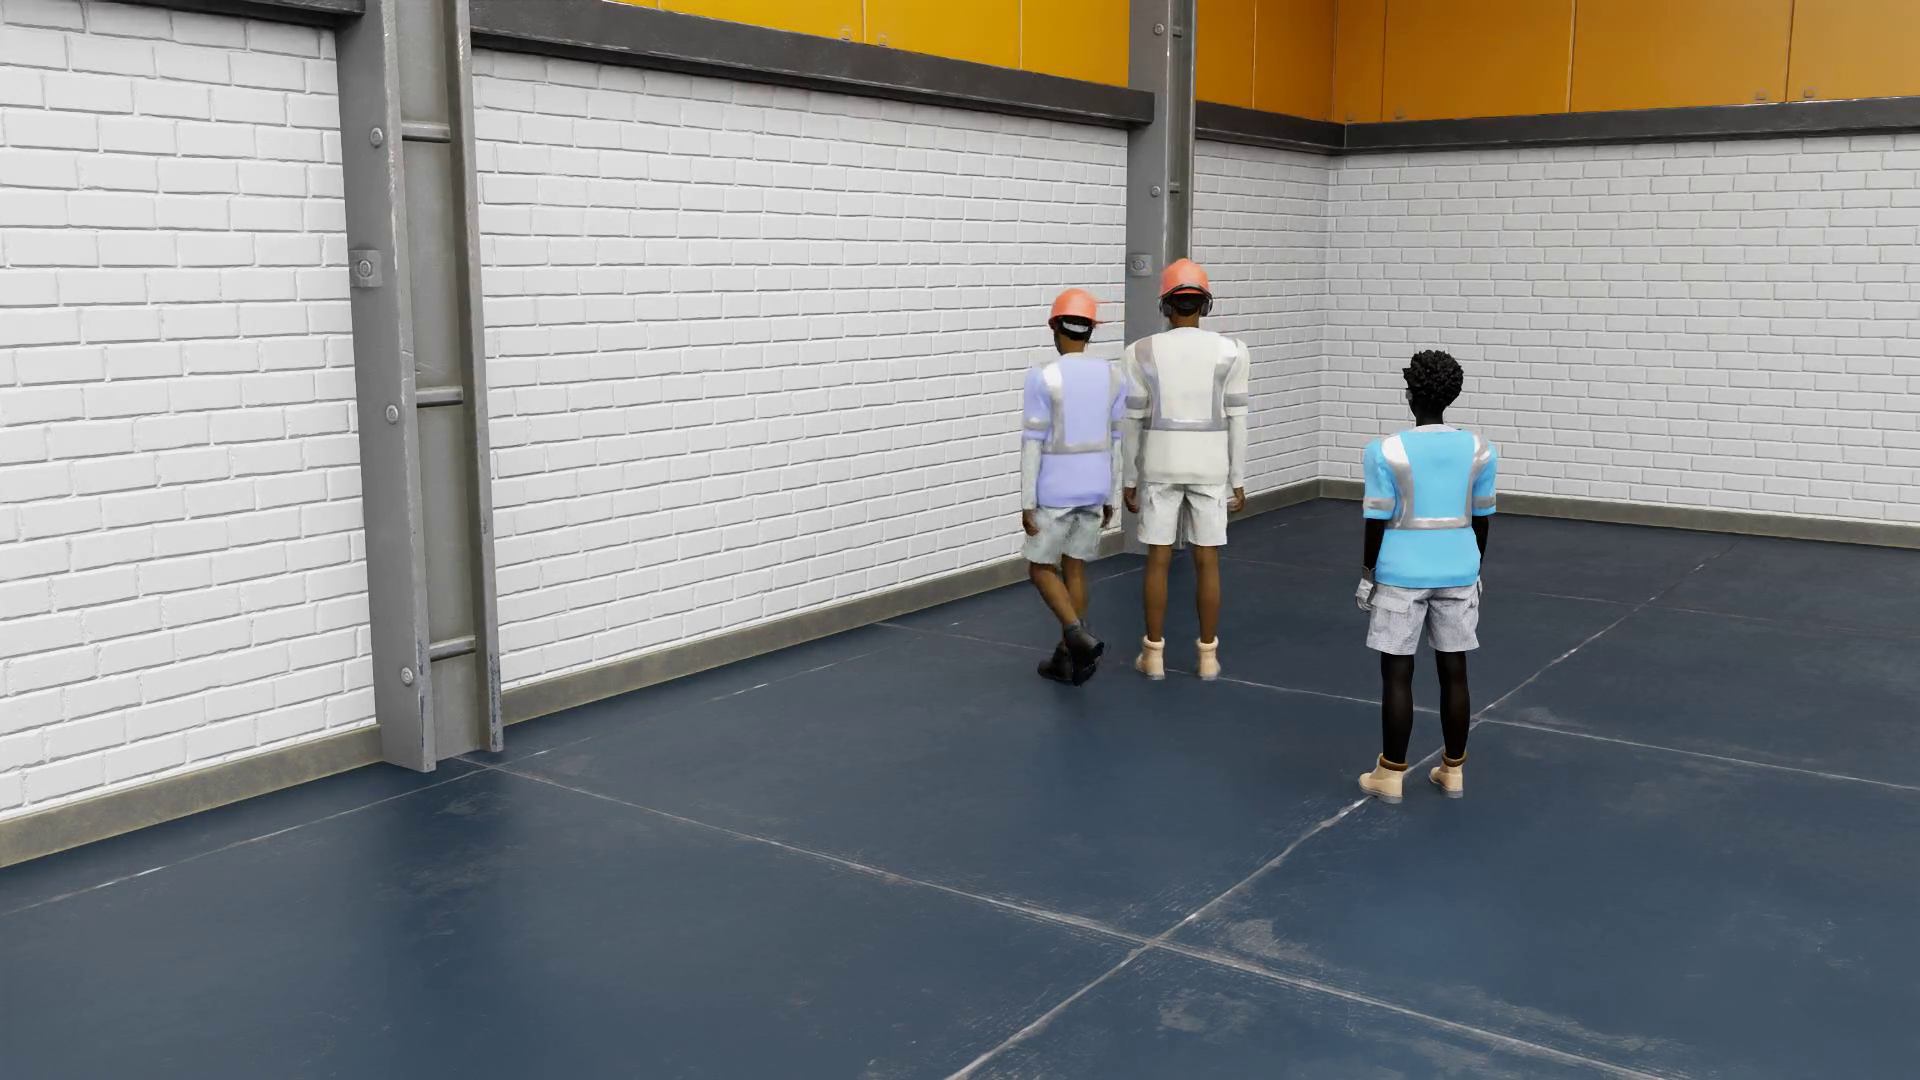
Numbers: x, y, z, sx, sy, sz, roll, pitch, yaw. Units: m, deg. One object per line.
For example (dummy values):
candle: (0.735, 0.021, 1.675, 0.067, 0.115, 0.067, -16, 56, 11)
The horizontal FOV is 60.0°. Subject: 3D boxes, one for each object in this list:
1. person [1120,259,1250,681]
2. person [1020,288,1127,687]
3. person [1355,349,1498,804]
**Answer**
person: (1.078, -0.328, 8.039, 0.609, 2.034, 0.414, 1, 10, 8)
person: (0.555, -0.220, 7.791, 0.558, 1.899, 0.604, -5, 11, -27)
person: (1.730, 0.143, 6.213, 0.536, 1.697, 0.318, -2, 10, -12)
